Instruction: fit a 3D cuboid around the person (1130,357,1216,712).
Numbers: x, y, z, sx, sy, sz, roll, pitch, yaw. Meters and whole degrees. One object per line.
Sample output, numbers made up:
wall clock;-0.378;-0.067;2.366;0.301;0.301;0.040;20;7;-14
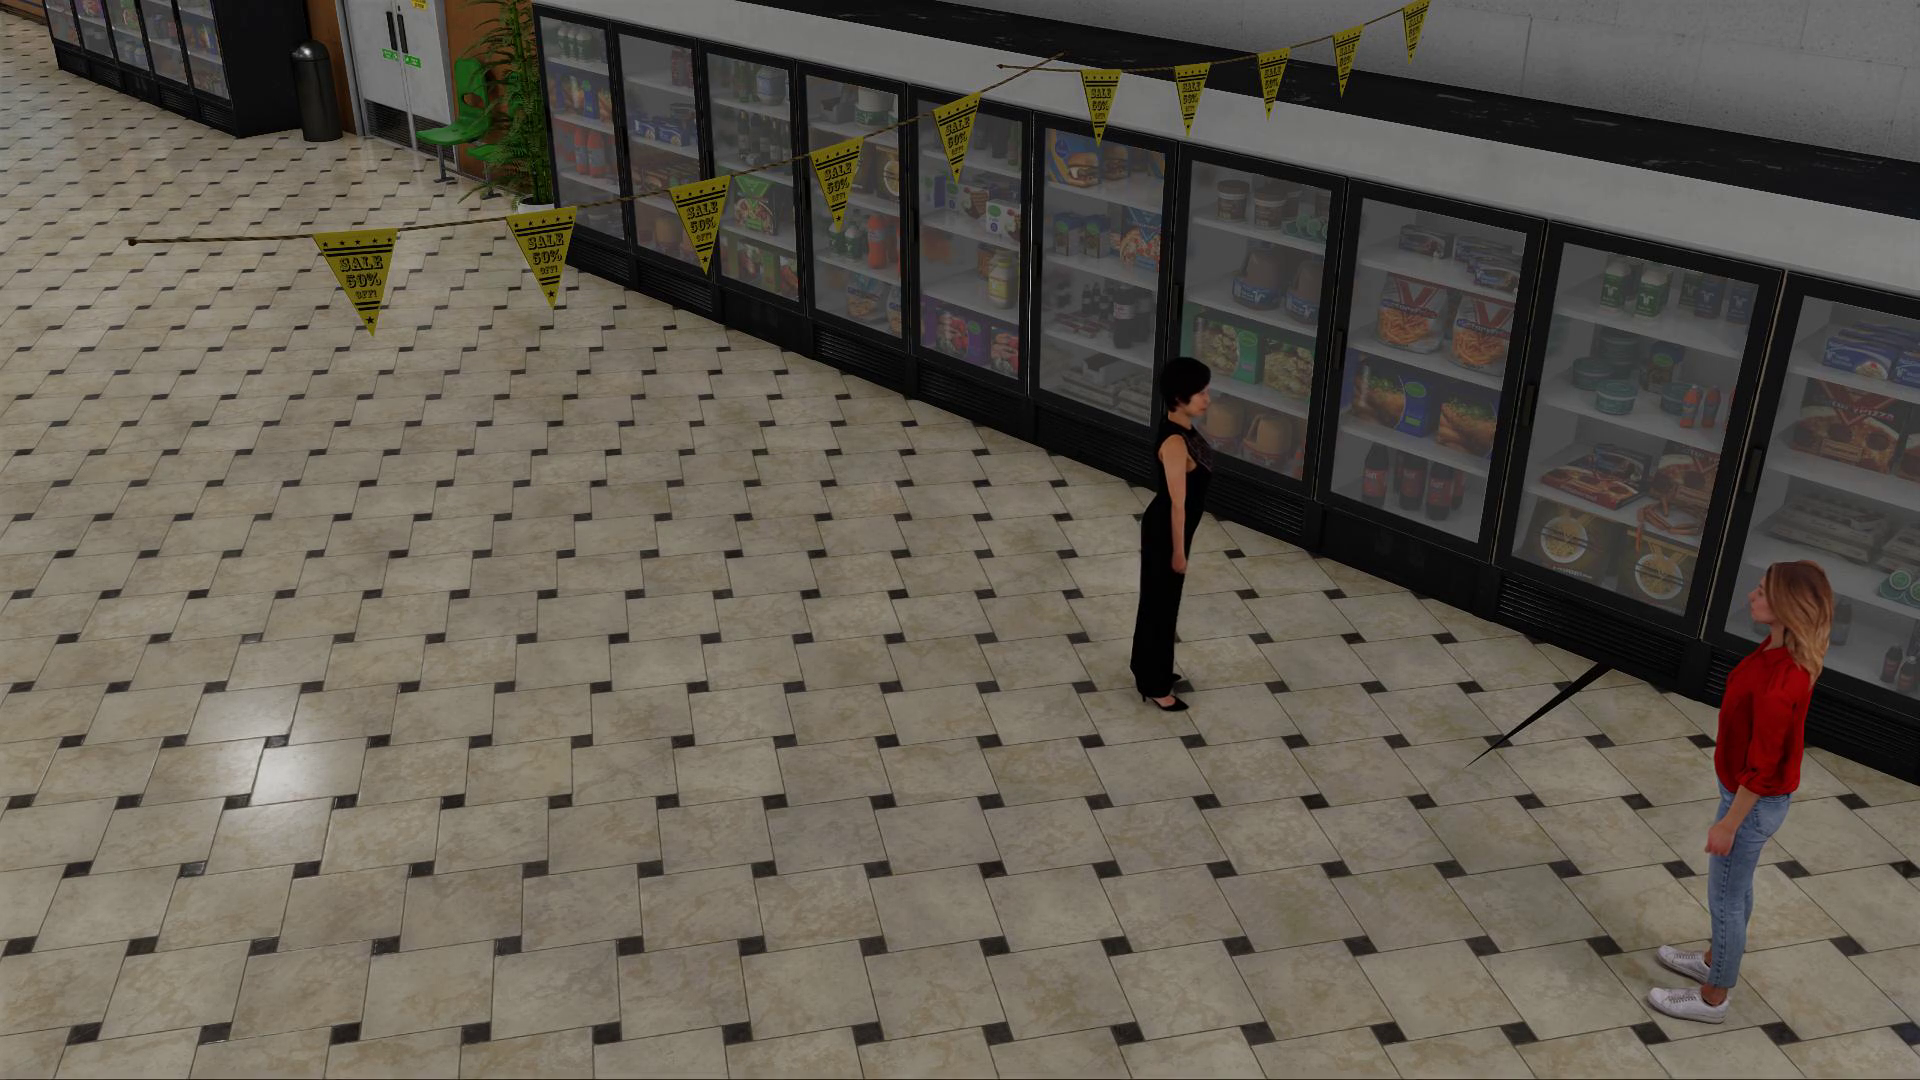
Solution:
person;0.905;-0.027;7.219;0.722;1.601;0.652;1;27;2

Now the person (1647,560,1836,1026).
person;2.564;0.834;5.407;0.726;1.705;0.544;14;30;26
